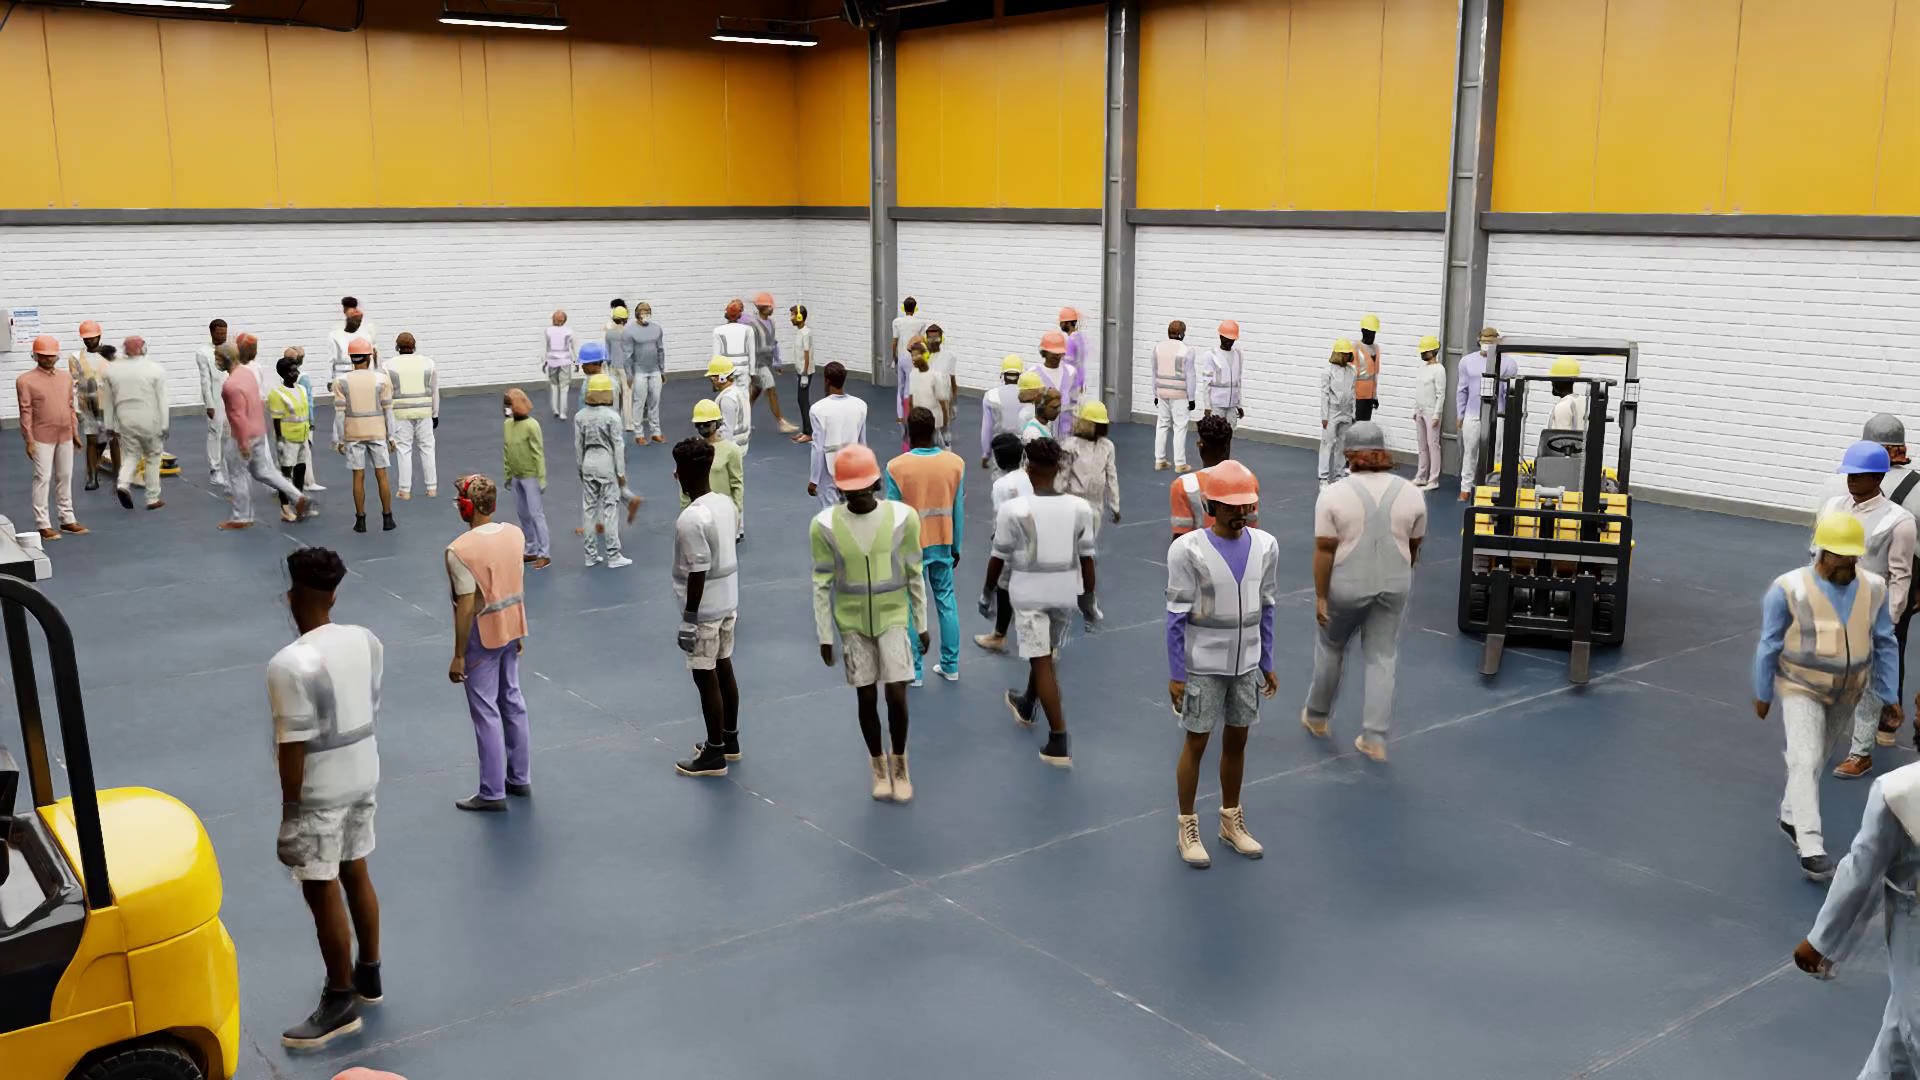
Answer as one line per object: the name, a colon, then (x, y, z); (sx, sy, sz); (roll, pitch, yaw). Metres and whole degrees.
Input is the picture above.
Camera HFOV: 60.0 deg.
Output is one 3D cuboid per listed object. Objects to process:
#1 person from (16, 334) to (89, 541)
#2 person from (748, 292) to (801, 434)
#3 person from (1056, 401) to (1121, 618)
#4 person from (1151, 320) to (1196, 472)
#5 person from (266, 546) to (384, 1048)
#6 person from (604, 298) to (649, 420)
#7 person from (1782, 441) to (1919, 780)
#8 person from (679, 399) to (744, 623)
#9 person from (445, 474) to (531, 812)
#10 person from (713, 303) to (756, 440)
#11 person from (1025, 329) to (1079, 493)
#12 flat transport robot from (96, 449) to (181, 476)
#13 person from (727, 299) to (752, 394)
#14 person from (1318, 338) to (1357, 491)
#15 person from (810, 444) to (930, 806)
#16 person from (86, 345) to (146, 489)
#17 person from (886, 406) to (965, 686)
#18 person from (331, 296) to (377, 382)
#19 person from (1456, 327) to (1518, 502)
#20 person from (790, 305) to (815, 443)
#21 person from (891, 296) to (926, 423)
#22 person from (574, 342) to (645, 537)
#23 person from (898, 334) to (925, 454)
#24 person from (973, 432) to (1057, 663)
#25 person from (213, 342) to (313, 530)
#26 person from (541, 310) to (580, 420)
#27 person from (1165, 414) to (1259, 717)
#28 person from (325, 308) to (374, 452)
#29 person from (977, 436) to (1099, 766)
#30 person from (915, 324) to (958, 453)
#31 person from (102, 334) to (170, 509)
person: (-8.834, -1.004, 16.203); (0.392, 1.990, 0.614); (5, 13, 21)
person: (-2.749, -2.481, 23.380); (1.087, 1.983, 0.620); (4, 12, 18)
person: (1.061, -0.242, 13.192); (0.508, 1.708, 0.781); (-7, 14, -31)
person: (2.603, -1.743, 20.165); (0.629, 1.837, 0.429); (11, 16, 43)
person: (-2.557, 1.013, 6.642); (0.383, 1.937, 0.762); (3, 12, 13)
person: (-4.849, -2.613, 24.326); (0.630, 1.870, 1.177); (1, 12, 5)
person: (5.131, 0.393, 9.563); (0.386, 1.948, 0.601); (-5, 13, -25)
person: (-1.937, -0.214, 12.938); (0.527, 1.768, 0.313); (3, 12, 14)
person: (-2.544, 0.557, 9.017); (0.375, 1.843, 0.575); (4, 13, 21)
person: (-3.068, -2.284, 22.651); (0.575, 1.883, 0.355); (-4, 12, -18)
person: (0.919, -1.058, 16.380); (0.607, 2.033, 0.408); (-6, 13, -25)
flat transport robot: (-10.012, -0.956, 20.148); (0.652, 0.197, 1.431); (-10, 15, -40)
person: (-3.636, -3.155, 27.451); (0.311, 1.639, 0.512); (10, 15, 40)
person: (4.266, -1.395, 18.697); (0.489, 1.744, 0.295); (-6, 13, -27)
person: (-0.487, 0.471, 9.023); (0.641, 2.011, 0.582); (0, 12, 0)
person: (-9.732, -1.411, 18.995); (0.883, 1.652, 0.531); (7, 14, 30)
person: (-0.233, 0.045, 11.351); (0.587, 1.910, 0.396); (-6, 13, -28)
person: (-8.406, -2.392, 22.994); (0.658, 1.947, 0.482); (0, 12, 2)
person: (5.684, -1.345, 18.019); (0.624, 1.931, 0.377); (6, 13, 29)
person: (-2.137, -2.244, 22.534); (0.341, 1.856, 0.526); (-3, 12, -14)
person: (-0.752, -2.637, 24.417); (0.515, 1.865, 0.320); (-1, 12, -3)
person: (-3.474, -0.994, 16.325); (0.655, 1.920, 0.623); (-6, 13, -27)
person: (-0.533, -1.719, 20.525); (0.507, 1.631, 0.268); (8, 14, 34)
person: (0.403, 0.047, 11.924); (0.795, 1.643, 0.593); (11, 16, 42)
person: (-6.993, -1.023, 16.528); (0.828, 1.906, 0.650); (-1, 12, -3)
person: (-5.961, -2.618, 24.880); (0.545, 1.614, 0.599); (0, 12, -2)
person: (1.591, 0.184, 10.525); (0.601, 1.967, 0.369); (-3, 12, -16)
person: (-8.011, -2.091, 21.785); (0.688, 1.855, 0.478); (-8, 14, -33)
person: (0.460, 0.324, 9.996); (0.624, 1.897, 1.056); (-6, 13, -27)
person: (-0.278, -1.574, 19.287); (0.512, 1.861, 0.325); (0, 12, -1)
person: (-8.706, -1.223, 17.570); (0.651, 1.878, 0.586); (-1, 12, -4)
